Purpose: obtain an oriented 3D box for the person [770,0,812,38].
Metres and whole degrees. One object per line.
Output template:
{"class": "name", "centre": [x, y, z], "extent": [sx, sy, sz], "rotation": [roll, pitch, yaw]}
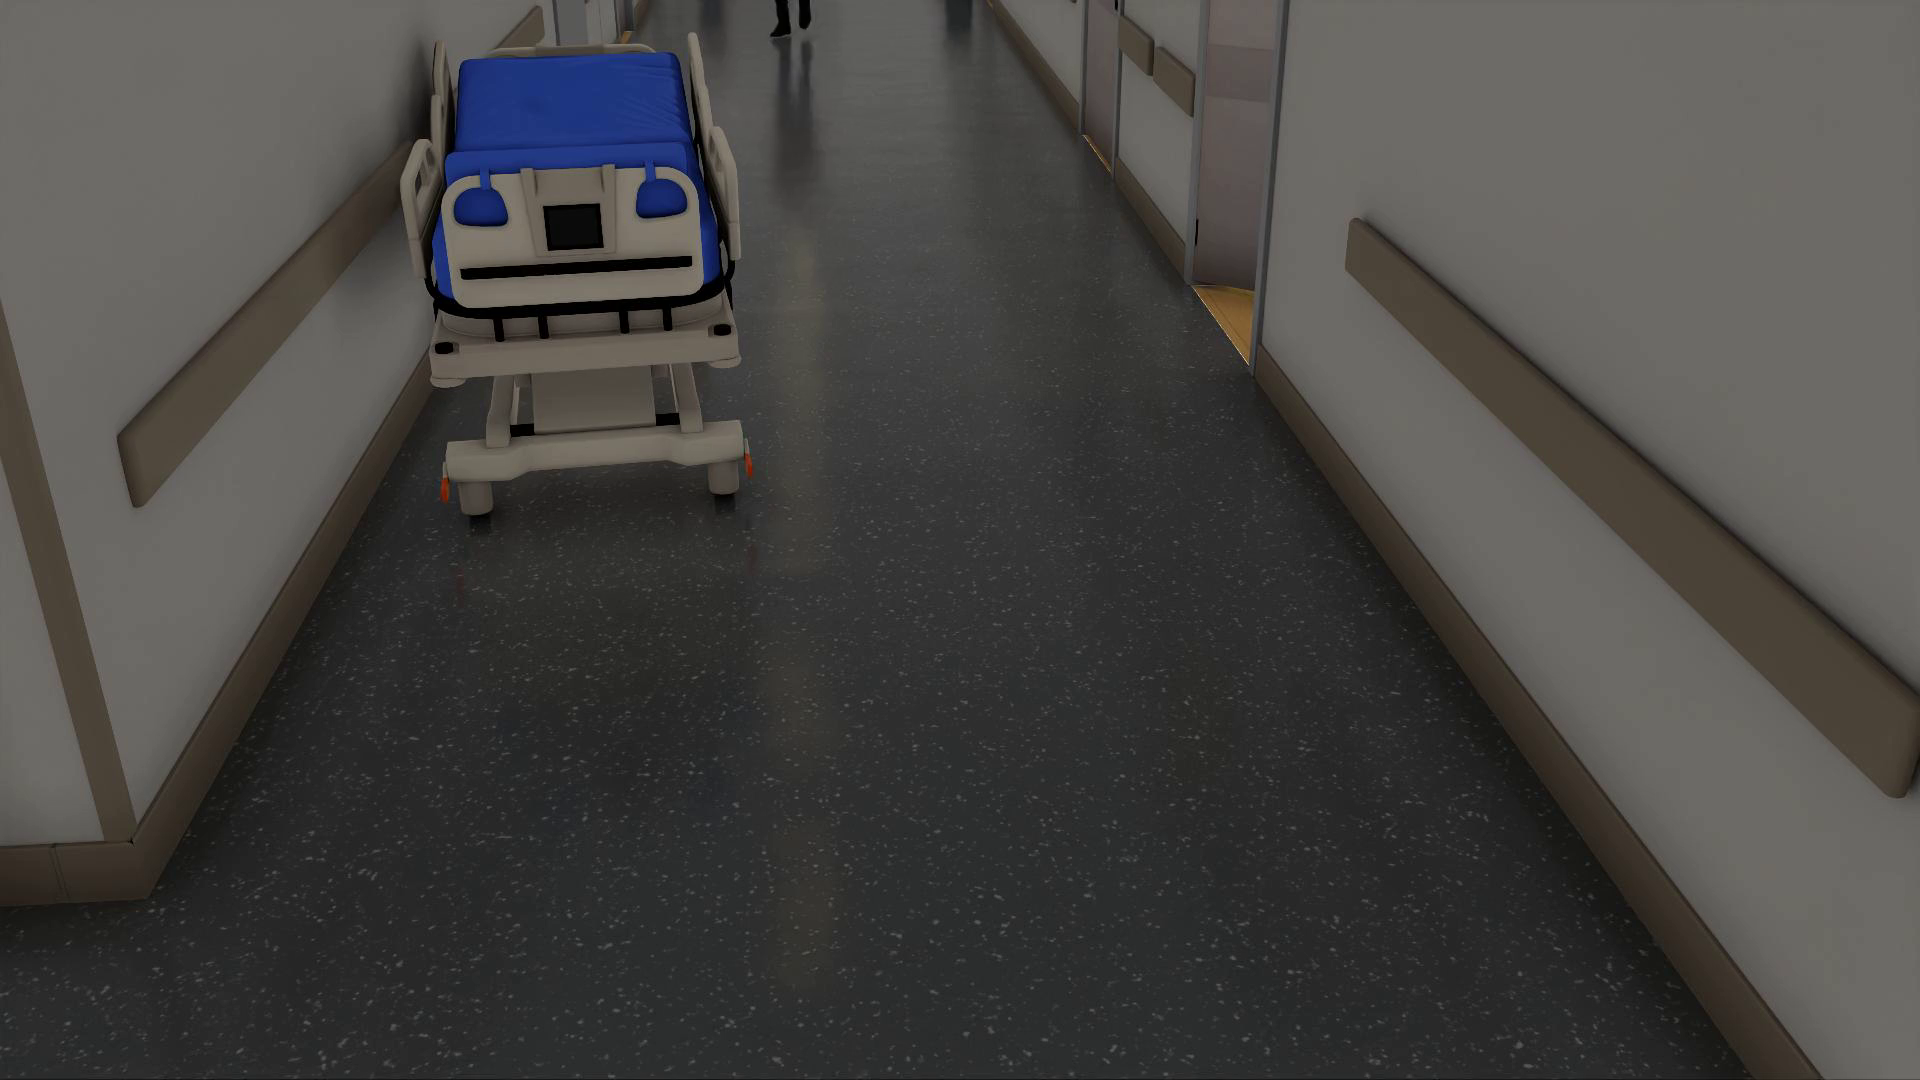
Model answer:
{"class": "person", "centre": [-1.528, -5.496, 14.883], "extent": [0.847, 1.890, 0.910], "rotation": [7, 27, 15]}
